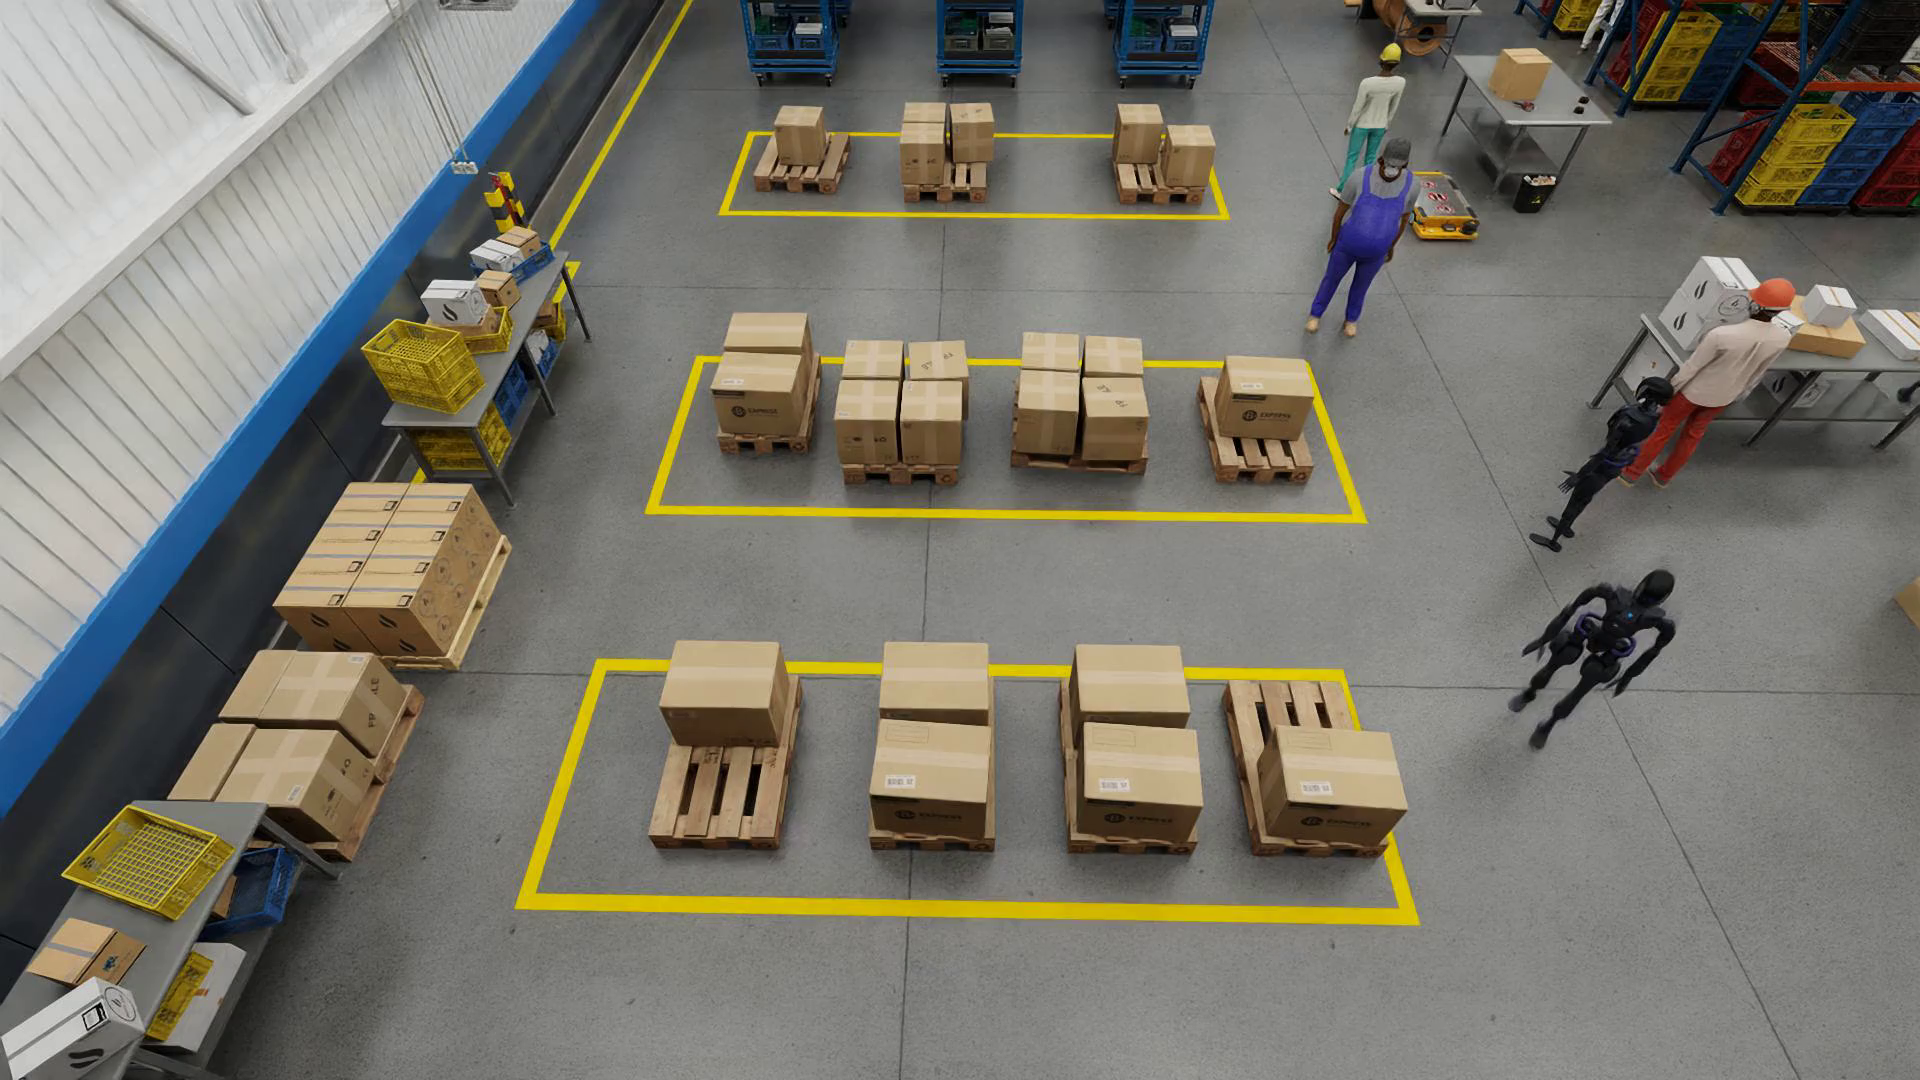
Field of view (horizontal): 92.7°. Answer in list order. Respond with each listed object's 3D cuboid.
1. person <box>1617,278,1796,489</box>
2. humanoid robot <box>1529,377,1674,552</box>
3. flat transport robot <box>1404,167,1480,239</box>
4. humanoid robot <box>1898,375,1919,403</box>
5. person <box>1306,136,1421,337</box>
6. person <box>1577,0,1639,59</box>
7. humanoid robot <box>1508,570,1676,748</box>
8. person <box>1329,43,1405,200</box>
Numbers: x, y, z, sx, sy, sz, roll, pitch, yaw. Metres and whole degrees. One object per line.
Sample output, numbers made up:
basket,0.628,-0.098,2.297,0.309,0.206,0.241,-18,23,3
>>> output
person,6.065,-1.231,7.464,0.607,1.987,0.400,3,49,2
humanoid robot,4.963,-0.586,7.100,0.600,1.657,0.320,-31,56,-24
flat transport robot,5.692,-4.094,11.059,0.652,0.197,1.431,1,49,1
humanoid robot,9.345,-1.916,8.273,0.559,1.627,0.657,-29,55,-23
person,3.915,-2.885,8.859,0.680,2.000,0.538,10,50,9
person,9.776,-8.137,13.508,0.353,1.884,0.578,-33,57,-26
humanoid robot,4.094,0.738,5.968,0.385,1.660,0.598,-36,58,-27
person,4.793,-4.871,10.758,0.523,1.769,0.324,-1,49,-1
